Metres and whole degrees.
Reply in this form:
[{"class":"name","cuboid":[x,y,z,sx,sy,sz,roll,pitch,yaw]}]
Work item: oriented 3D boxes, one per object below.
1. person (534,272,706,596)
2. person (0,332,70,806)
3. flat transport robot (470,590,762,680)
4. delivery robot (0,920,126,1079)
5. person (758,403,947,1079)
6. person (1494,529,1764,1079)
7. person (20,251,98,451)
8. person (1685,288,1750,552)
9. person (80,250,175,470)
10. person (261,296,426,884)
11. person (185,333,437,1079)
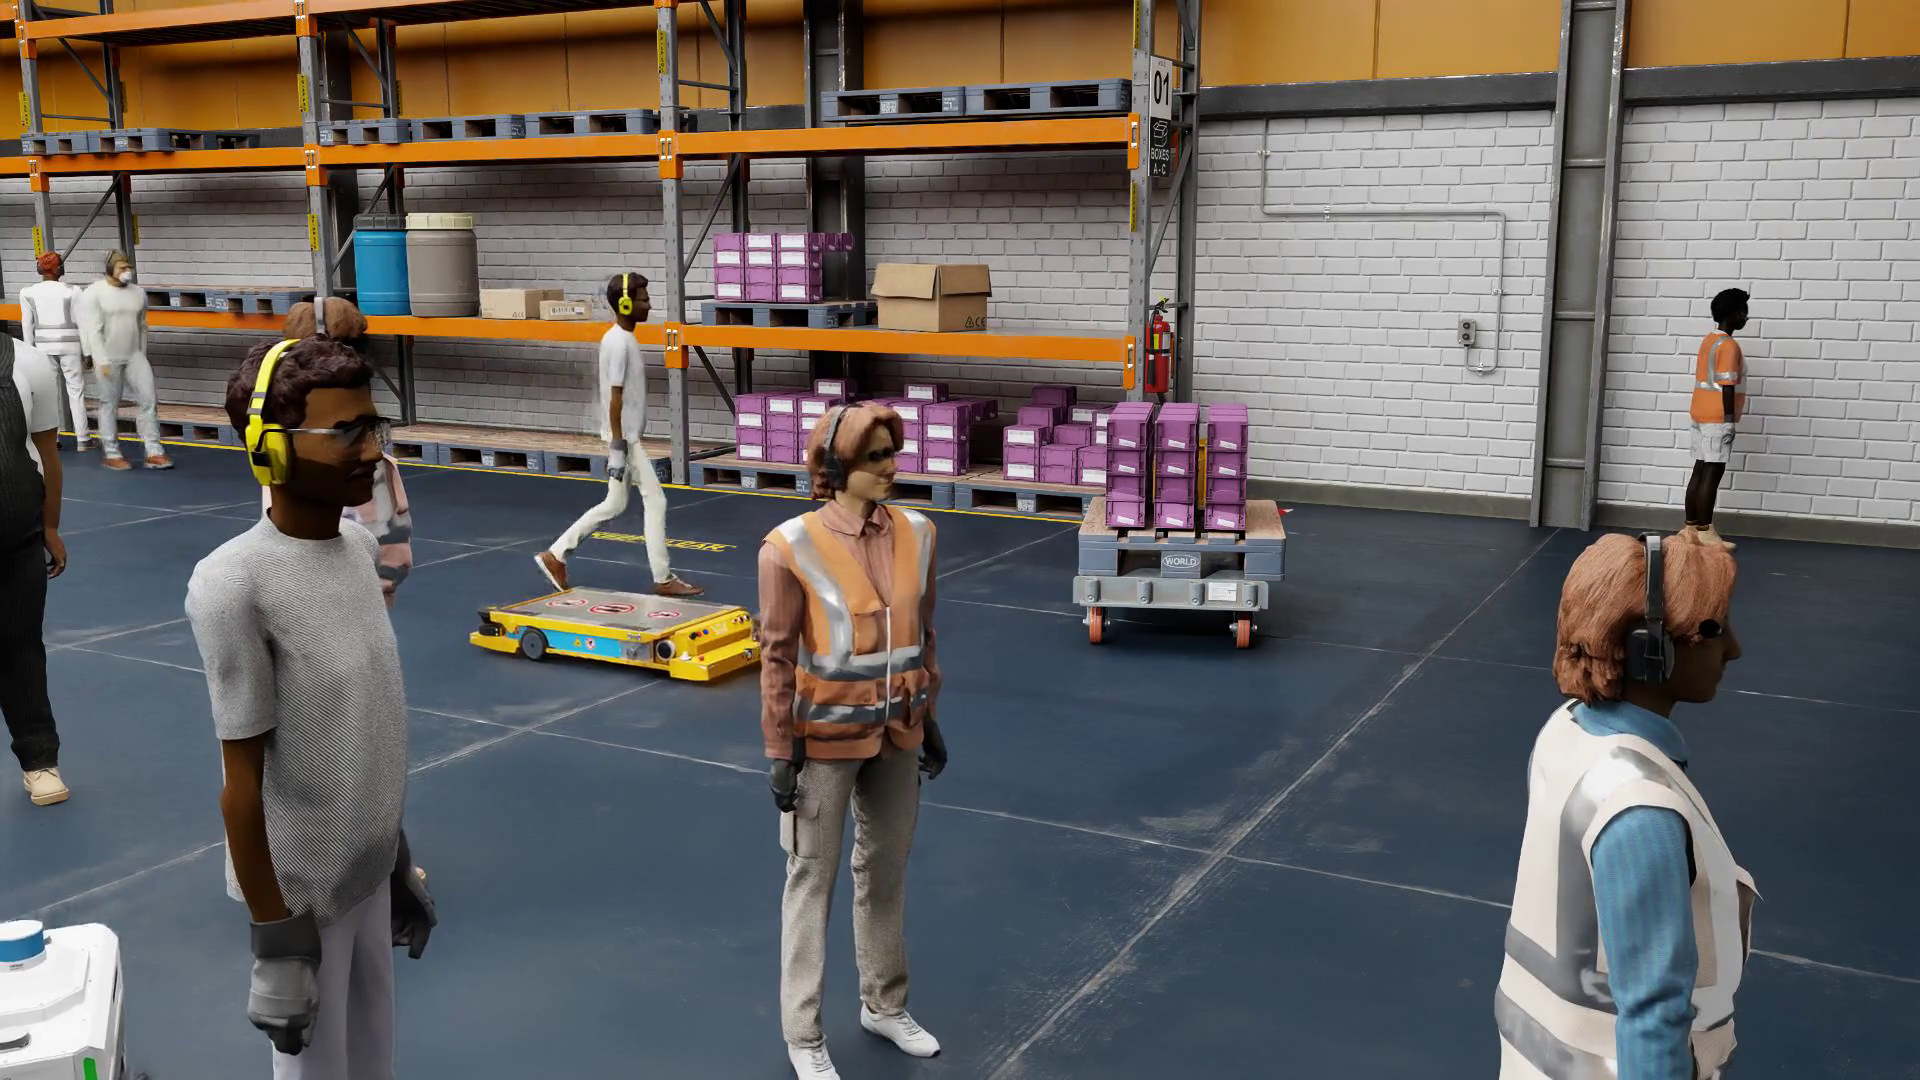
[{"class":"person","cuboid":[-1.930,-0.570,9.276,0.886,1.841,0.525,-2,11,-11]},{"class":"person","cuboid":[-3.463,-0.038,5.783,0.682,2.000,0.537,-7,13,-35]},{"class":"flat transport robot","cuboid":[-1.610,0.432,8.057,1.431,0.197,0.652,5,12,27]},{"class":"delivery robot","cuboid":[-2.004,1.061,3.574,0.477,0.478,0.707,-5,11,-24]},{"class":"person","cuboid":[-0.251,0.489,3.990,0.523,1.641,0.307,-9,13,-40]},{"class":"person","cuboid":[0.898,0.796,2.312,0.307,1.641,0.514,2,10,9]},{"class":"person","cuboid":[-8.504,-1.769,15.705,0.573,1.883,0.353,-2,11,-11]},{"class":"person","cuboid":[4.914,-0.780,10.783,0.317,1.697,0.540,2,10,8]},{"class":"person","cuboid":[-7.151,-1.524,14.297,0.849,1.901,0.628,6,12,32]},{"class":"person","cuboid":[-1.909,0.178,5.144,0.430,1.845,0.619,-5,12,-27]},{"class":"person","cuboid":[-1.034,0.596,2.776,0.328,1.872,0.512,1,10,3]}]
